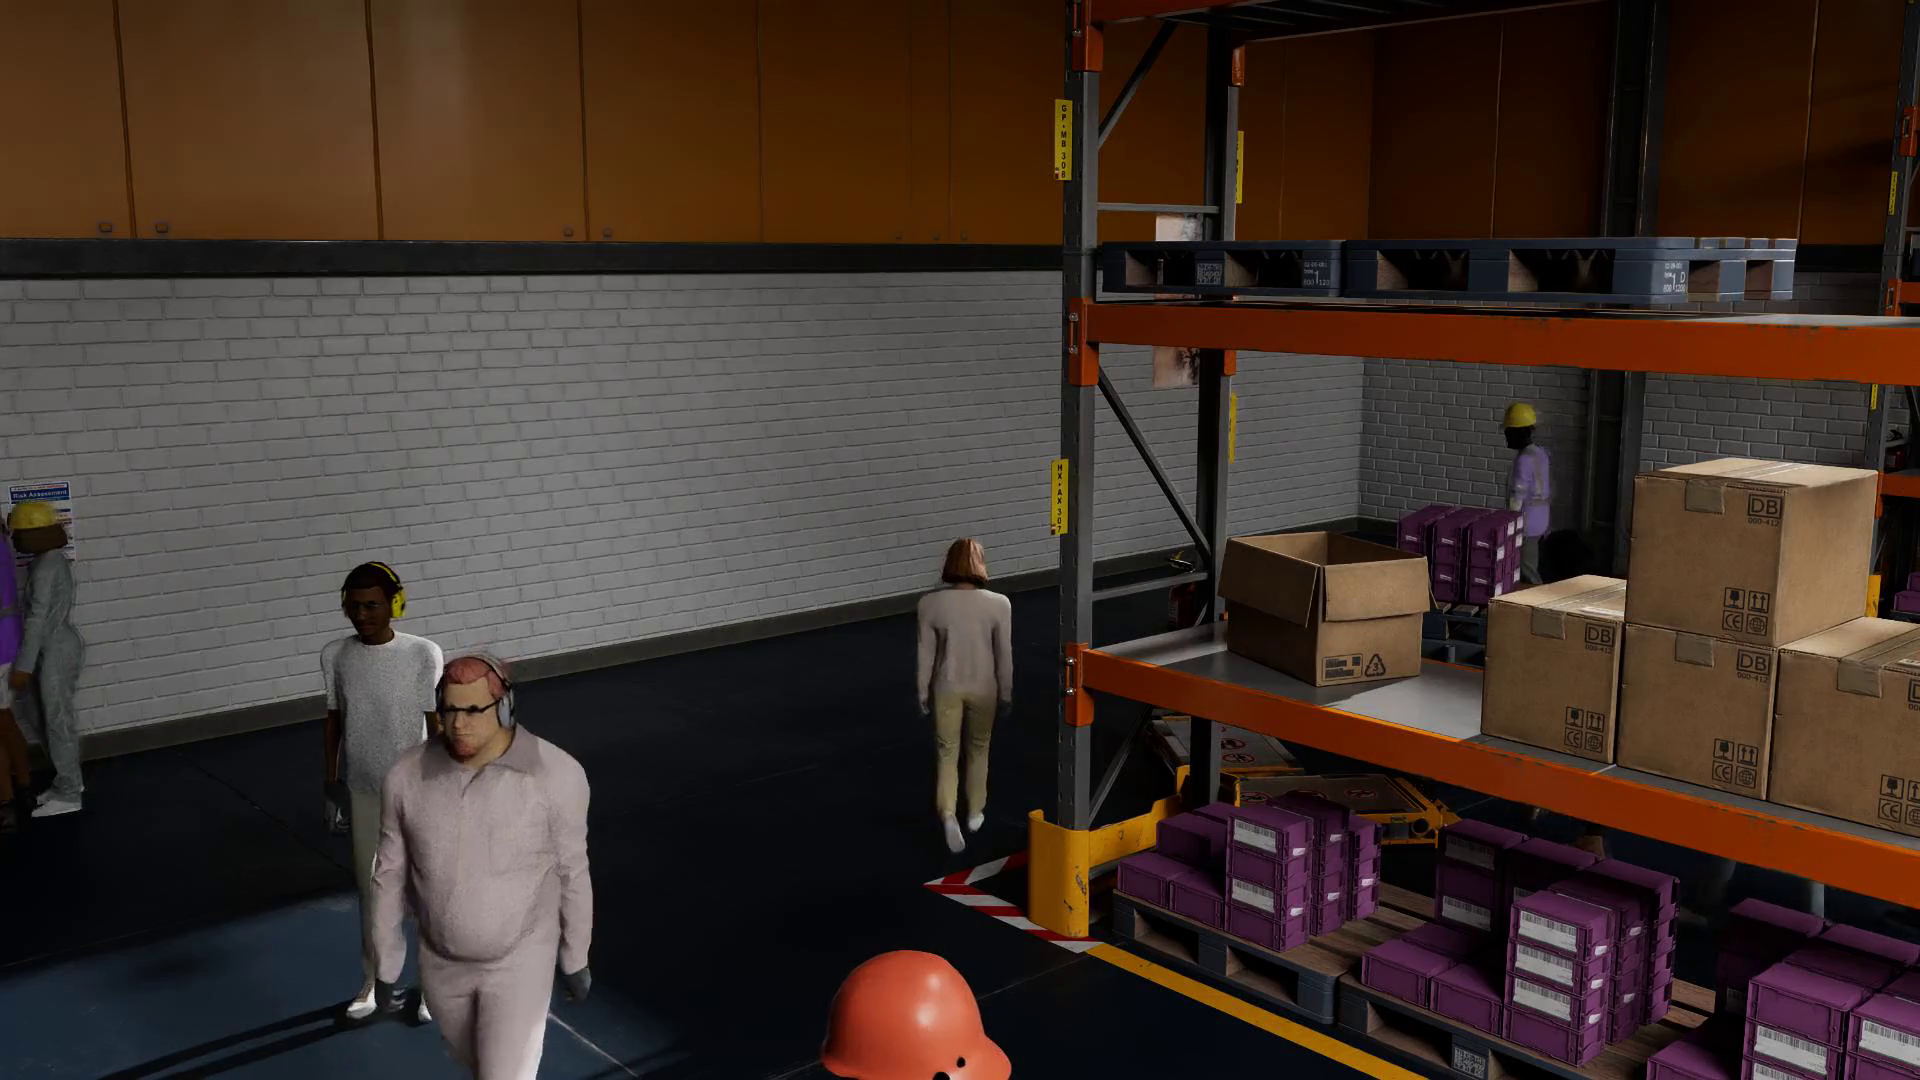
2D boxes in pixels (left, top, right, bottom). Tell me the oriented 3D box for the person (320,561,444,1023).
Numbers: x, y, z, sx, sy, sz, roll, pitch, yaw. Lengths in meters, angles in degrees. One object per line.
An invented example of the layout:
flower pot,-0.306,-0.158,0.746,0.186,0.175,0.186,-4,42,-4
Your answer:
person,-2.279,0.994,6.591,0.508,1.863,0.326,1,10,4

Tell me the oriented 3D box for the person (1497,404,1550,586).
person,4.264,-0.106,12.909,0.740,1.895,0.603,5,11,25

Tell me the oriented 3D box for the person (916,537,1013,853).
person,0.018,0.793,8.545,0.504,1.602,0.712,0,10,2

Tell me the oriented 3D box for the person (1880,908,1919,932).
person,4.596,0.937,7.135,0.923,1.793,0.584,5,11,25

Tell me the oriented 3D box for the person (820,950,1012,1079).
person,-0.092,1.604,2.792,0.361,1.935,0.553,2,10,11

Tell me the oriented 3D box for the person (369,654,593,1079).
person,-1.457,1.241,5.131,0.655,1.869,0.958,1,10,4

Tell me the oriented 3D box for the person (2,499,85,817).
person,-4.959,0.642,9.011,0.365,1.736,0.503,-5,11,-27

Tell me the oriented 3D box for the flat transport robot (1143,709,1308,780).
flat transport robot,1.525,1.256,9.700,0.652,0.197,1.431,-1,10,-5

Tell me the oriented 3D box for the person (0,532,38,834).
person,-5.151,0.591,8.764,0.382,1.932,0.558,-2,10,-14

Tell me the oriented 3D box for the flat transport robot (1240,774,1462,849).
flat transport robot,1.887,1.425,8.709,1.431,0.197,0.652,-1,10,-5

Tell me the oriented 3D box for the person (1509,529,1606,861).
person,3.085,0.770,8.530,0.547,1.635,0.901,-3,10,-18

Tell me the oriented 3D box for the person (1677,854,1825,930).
person,3.486,0.999,7.321,0.503,1.599,0.799,-8,12,-38
